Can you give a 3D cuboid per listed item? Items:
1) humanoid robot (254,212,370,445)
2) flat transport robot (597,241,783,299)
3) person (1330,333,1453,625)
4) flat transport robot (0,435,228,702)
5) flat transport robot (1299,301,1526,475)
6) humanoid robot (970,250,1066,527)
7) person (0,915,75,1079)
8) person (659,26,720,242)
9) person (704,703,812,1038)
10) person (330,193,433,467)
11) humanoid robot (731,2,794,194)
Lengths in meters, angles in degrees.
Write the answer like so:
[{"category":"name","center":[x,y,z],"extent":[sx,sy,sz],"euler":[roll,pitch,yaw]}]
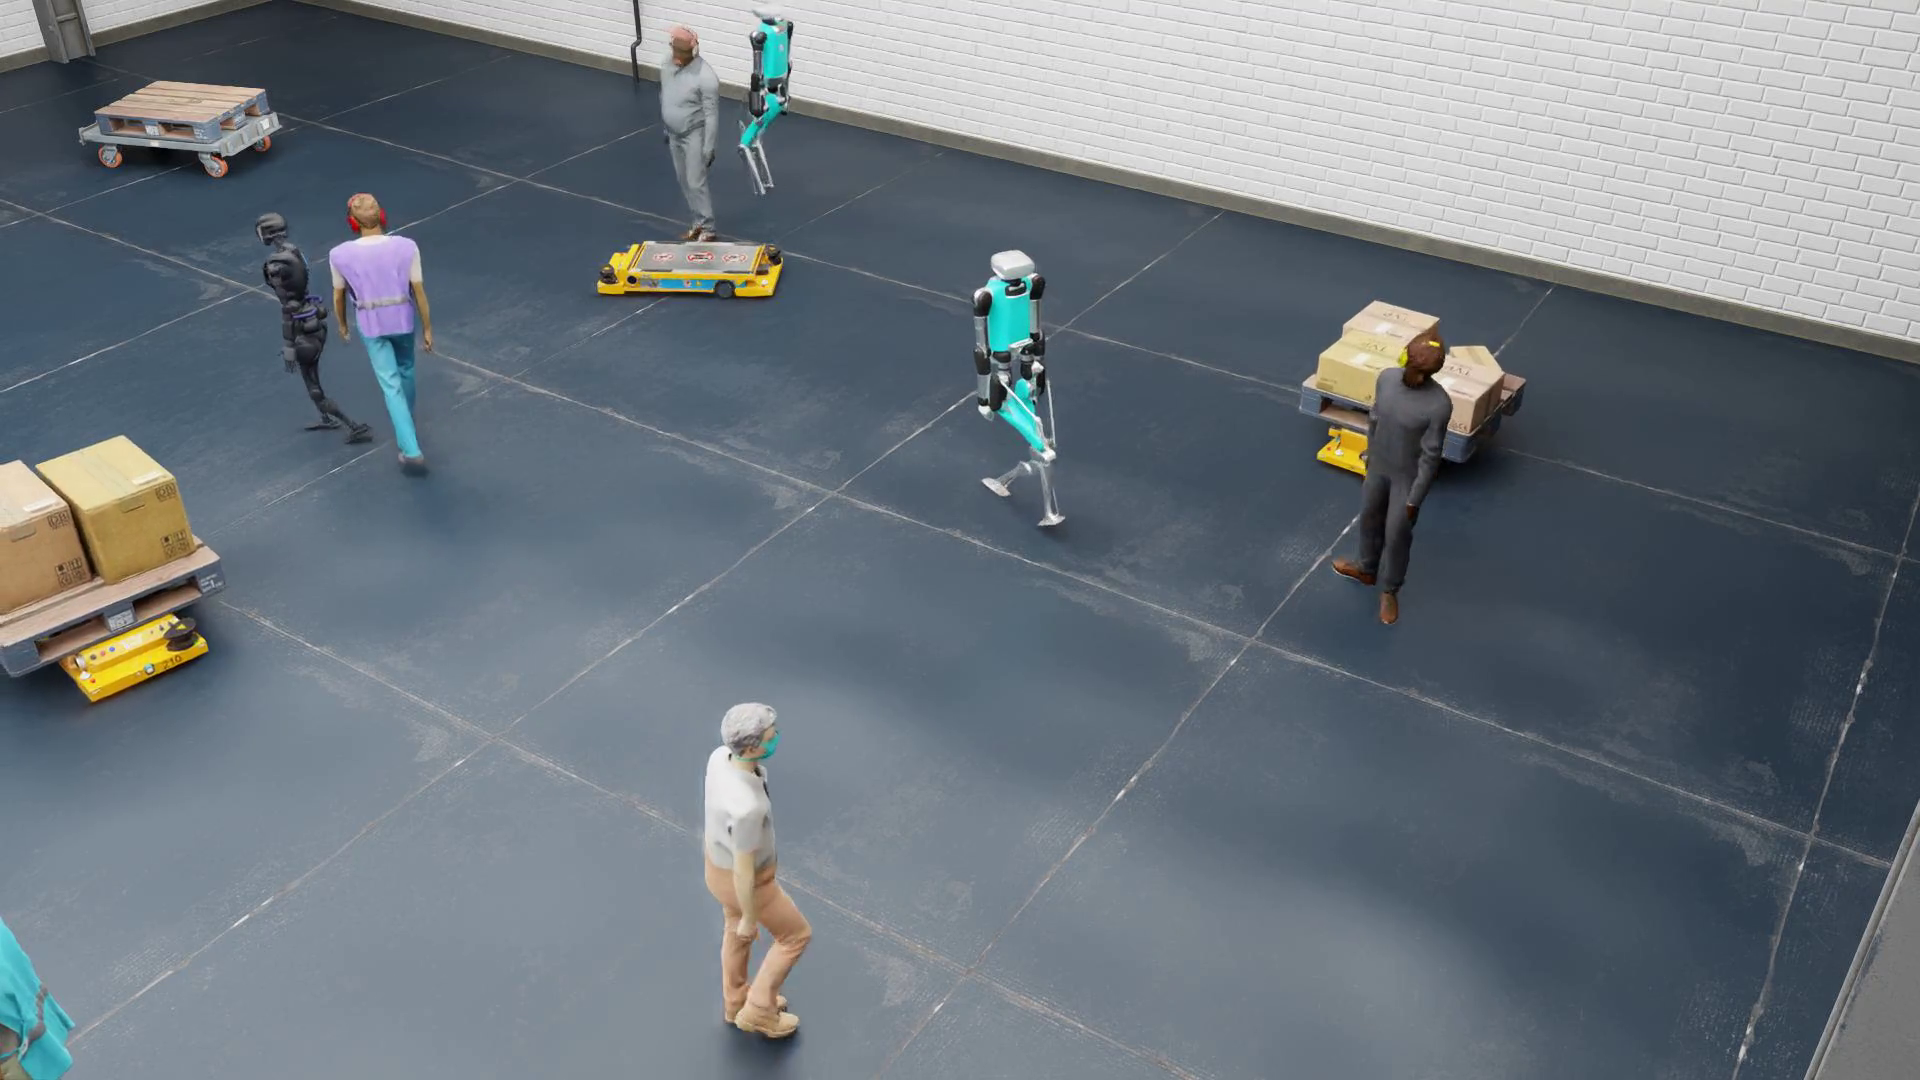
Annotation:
[{"category":"humanoid robot","center":[-4.348,-1.428,11.203],"extent":[0.482,1.646,0.611],"euler":[-3,33,-5]},{"category":"flat transport robot","center":[-2.216,-2.234,13.732],"extent":[1.431,0.231,0.659],"euler":[1,33,2]},{"category":"person","center":[2.434,-0.412,9.445],"extent":[0.402,1.842,0.710],"euler":[-19,37,-27]},{"category":"flat transport robot","center":[-4.989,0.425,9.595],"extent":[1.431,0.231,0.659],"euler":[28,42,36]},{"category":"flat transport robot","center":[3.098,-0.804,11.508],"extent":[0.659,0.231,1.431],"euler":[22,39,31]},{"category":"humanoid robot","center":[0.472,-0.852,10.282],"extent":[0.530,1.779,1.043],"euler":[-23,39,-31]},{"category":"person","center":[-3.344,1.867,5.908],"extent":[0.392,1.836,0.557],"euler":[-13,35,-19]},{"category":"person","center":[-2.292,-3.389,14.054],"extent":[0.669,1.905,0.409],"euler":[28,42,36]},{"category":"person","center":[-0.841,1.360,6.795],"extent":[0.425,1.728,0.471],"euler":[-13,35,-19]},{"category":"person","center":[-3.806,-1.414,11.061],"extent":[0.579,1.783,1.015],"euler":[-15,36,-22]},{"category":"humanoid robot","center":[-1.840,-3.982,15.112],"extent":[0.652,1.815,0.530],"euler":[18,37,26]}]
